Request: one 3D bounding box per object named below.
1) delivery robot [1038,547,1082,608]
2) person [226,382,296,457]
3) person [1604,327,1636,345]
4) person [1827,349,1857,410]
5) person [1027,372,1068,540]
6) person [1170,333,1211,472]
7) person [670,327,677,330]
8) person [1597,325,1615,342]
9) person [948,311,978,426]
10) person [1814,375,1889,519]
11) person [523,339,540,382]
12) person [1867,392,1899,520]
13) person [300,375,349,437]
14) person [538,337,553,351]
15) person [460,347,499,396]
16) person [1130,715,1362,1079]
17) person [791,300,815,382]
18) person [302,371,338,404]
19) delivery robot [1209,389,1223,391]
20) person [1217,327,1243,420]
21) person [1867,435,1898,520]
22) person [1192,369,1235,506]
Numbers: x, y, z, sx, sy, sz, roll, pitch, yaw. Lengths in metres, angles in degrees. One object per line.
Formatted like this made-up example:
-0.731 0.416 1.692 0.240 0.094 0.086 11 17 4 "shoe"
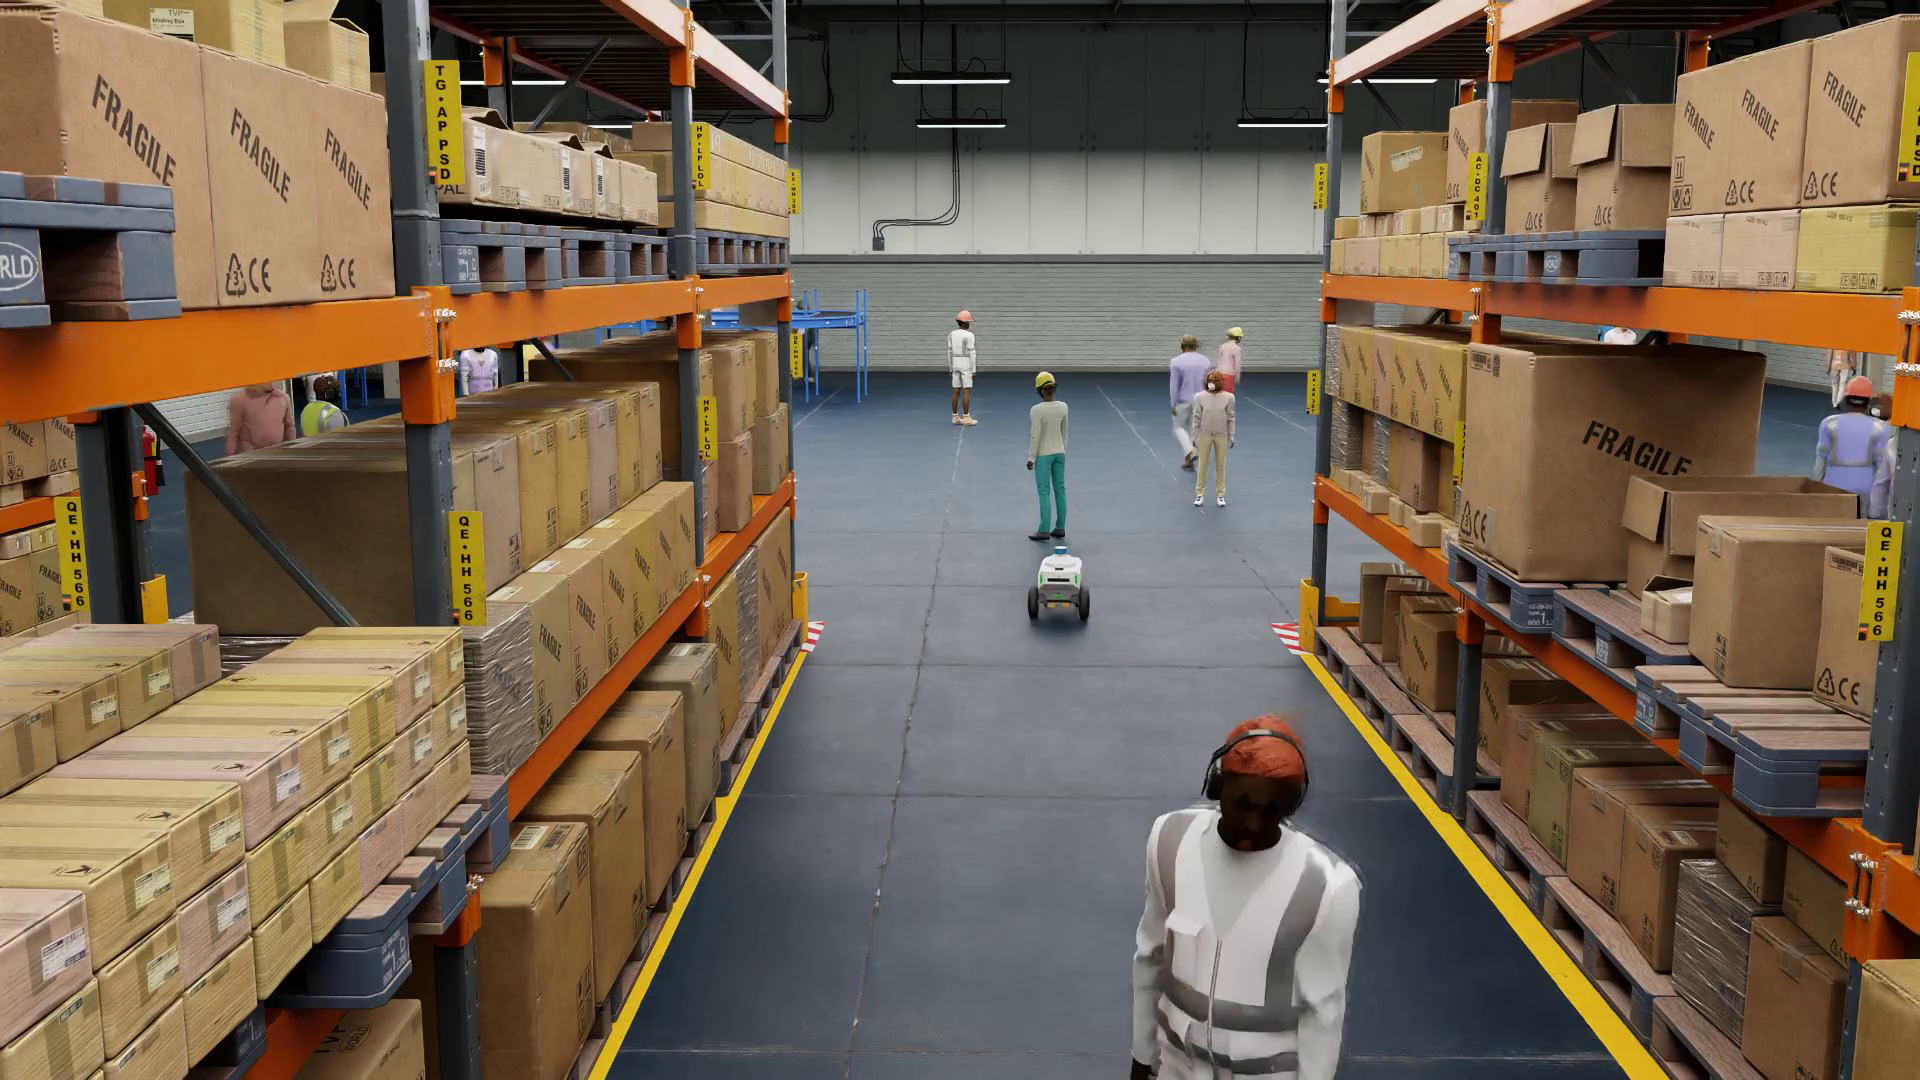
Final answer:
0.835 0.298 13.851 0.477 0.478 0.707 1 10 6 "delivery robot"
-7.371 -0.931 17.537 1.015 1.858 0.689 8 12 40 "person"
12.600 -3.339 31.742 0.638 1.911 0.406 -1 10 -7 "person"
17.469 -3.393 32.980 0.517 1.613 0.809 6 11 33 "person"
0.915 -0.884 17.486 0.522 1.761 0.327 -8 12 -40 "person"
3.213 -1.908 23.154 0.642 1.921 0.493 -3 10 -19 "person"
-4.798 -2.665 27.704 0.636 1.911 0.406 -5 10 -25 "person"
16.465 -4.990 42.264 0.535 1.697 0.318 6 11 30 "person"
0.068 -3.076 29.764 0.616 2.041 0.380 9 13 43 "person"
7.701 -0.456 14.410 0.558 1.925 0.513 4 10 24 "person"
-6.980 -2.478 26.786 0.633 1.841 0.429 -8 12 -40 "person"
9.128 -0.664 16.568 0.357 1.619 0.523 -5 11 -28 "person"
-5.963 -0.644 15.799 0.621 1.845 0.429 8 12 38 "person"
-6.965 -2.593 27.555 0.833 1.802 0.595 -4 10 -23 "person"
-7.270 -2.254 25.275 0.587 1.892 0.760 -5 11 -26 "person"
0.653 1.315 4.041 0.609 1.858 0.417 7 12 36 "person"
-3.911 -4.890 40.763 1.002 2.000 0.697 7 12 37 "person"
-10.870 -2.765 28.237 0.612 1.931 0.574 -6 11 -30 "person"
4.922 -2.880 32.885 0.477 0.478 0.707 -9 13 -43 "delivery robot"
4.912 -2.996 30.224 0.688 1.725 0.537 -5 10 -25 "person"
7.487 -0.170 13.056 0.555 1.804 0.725 -5 11 -27 "person"
3.029 -1.222 19.882 0.506 1.631 0.281 1 10 8 "person"
